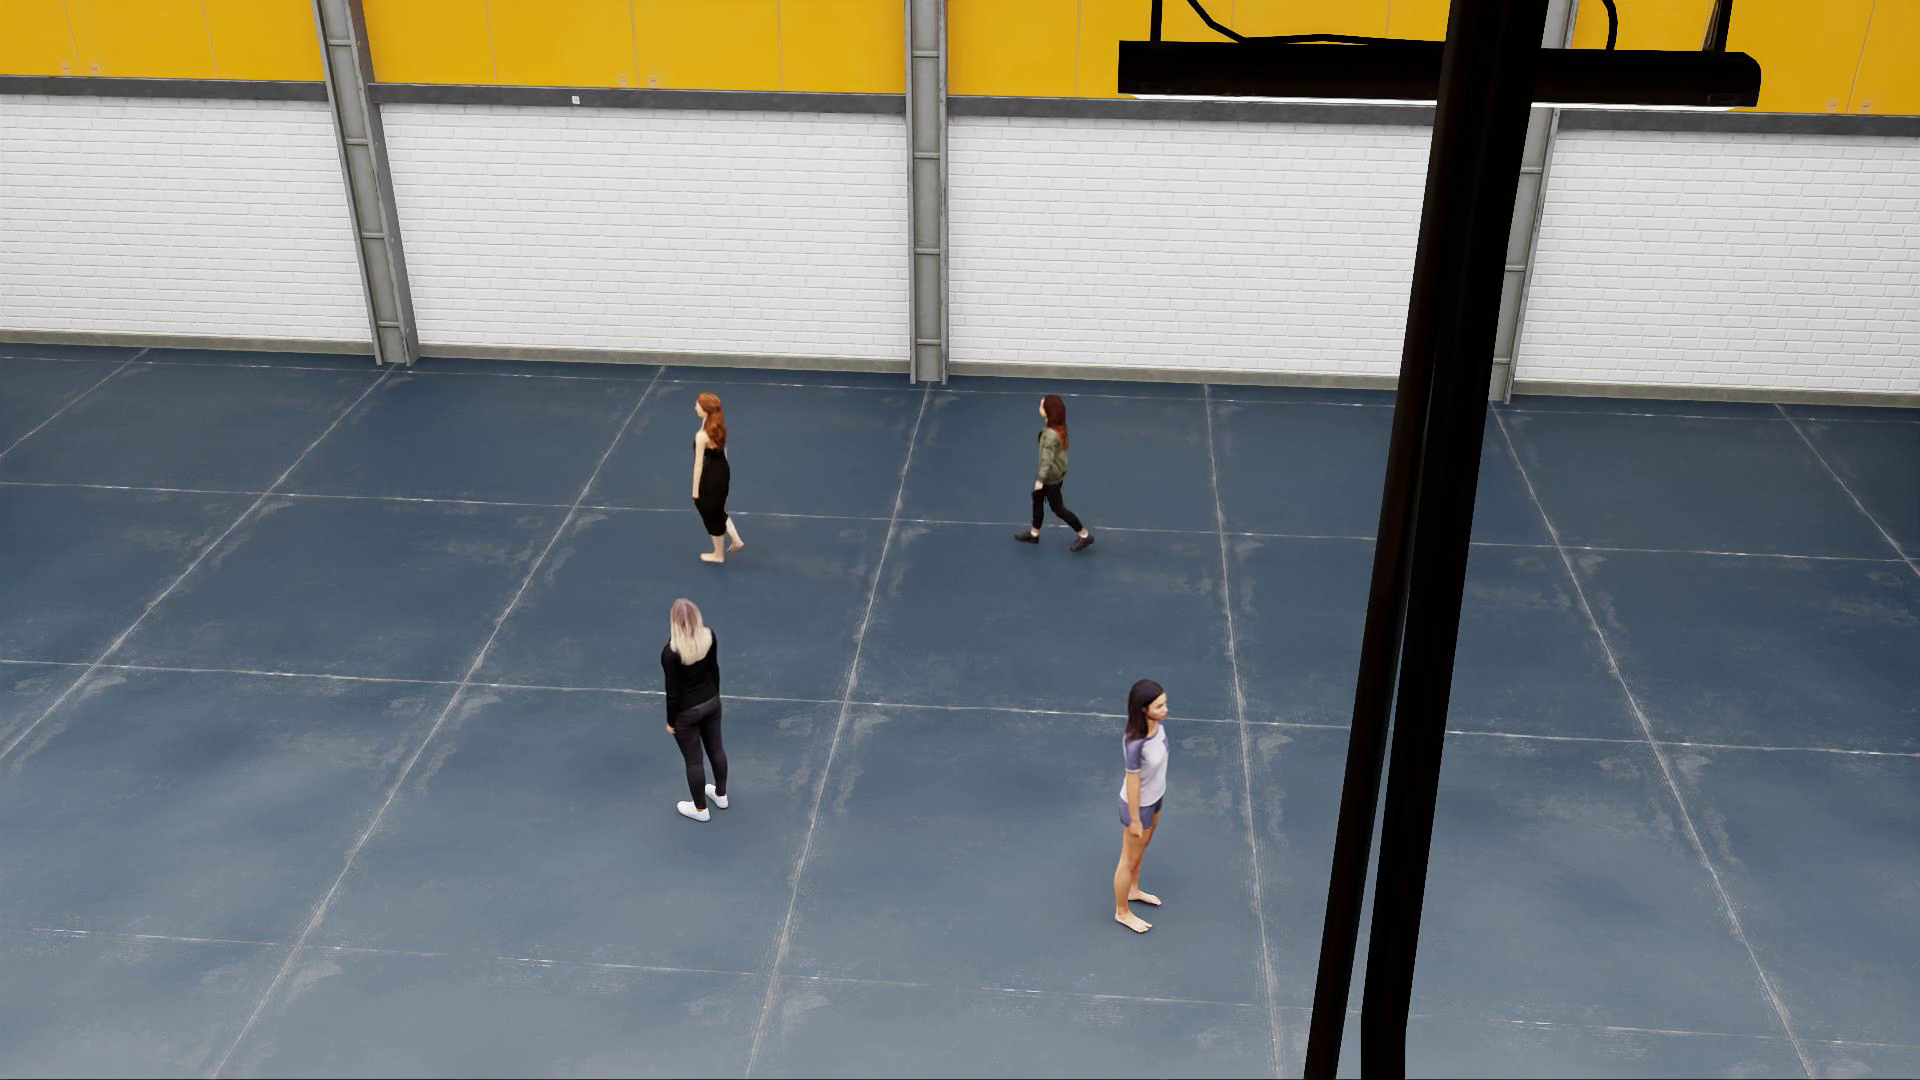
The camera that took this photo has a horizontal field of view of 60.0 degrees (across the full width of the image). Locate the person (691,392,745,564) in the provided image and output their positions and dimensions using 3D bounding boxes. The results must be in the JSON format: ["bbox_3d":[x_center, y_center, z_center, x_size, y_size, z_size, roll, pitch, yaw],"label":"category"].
[{"bbox_3d":[-2.040,-0.507,14.217,0.757,1.618,0.694,11,30,19],"label":"person"}]

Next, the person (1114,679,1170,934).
[{"bbox_3d":[1.117,1.603,10.227,0.614,1.734,0.644,12,31,21],"label":"person"}]

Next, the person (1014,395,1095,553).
[{"bbox_3d":[0.868,-0.556,14.479,0.921,1.452,0.569,2,29,4],"label":"person"}]

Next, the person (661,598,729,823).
[{"bbox_3d":[-1.765,1.138,11.131,0.731,1.685,0.690,25,37,38],"label":"person"}]
